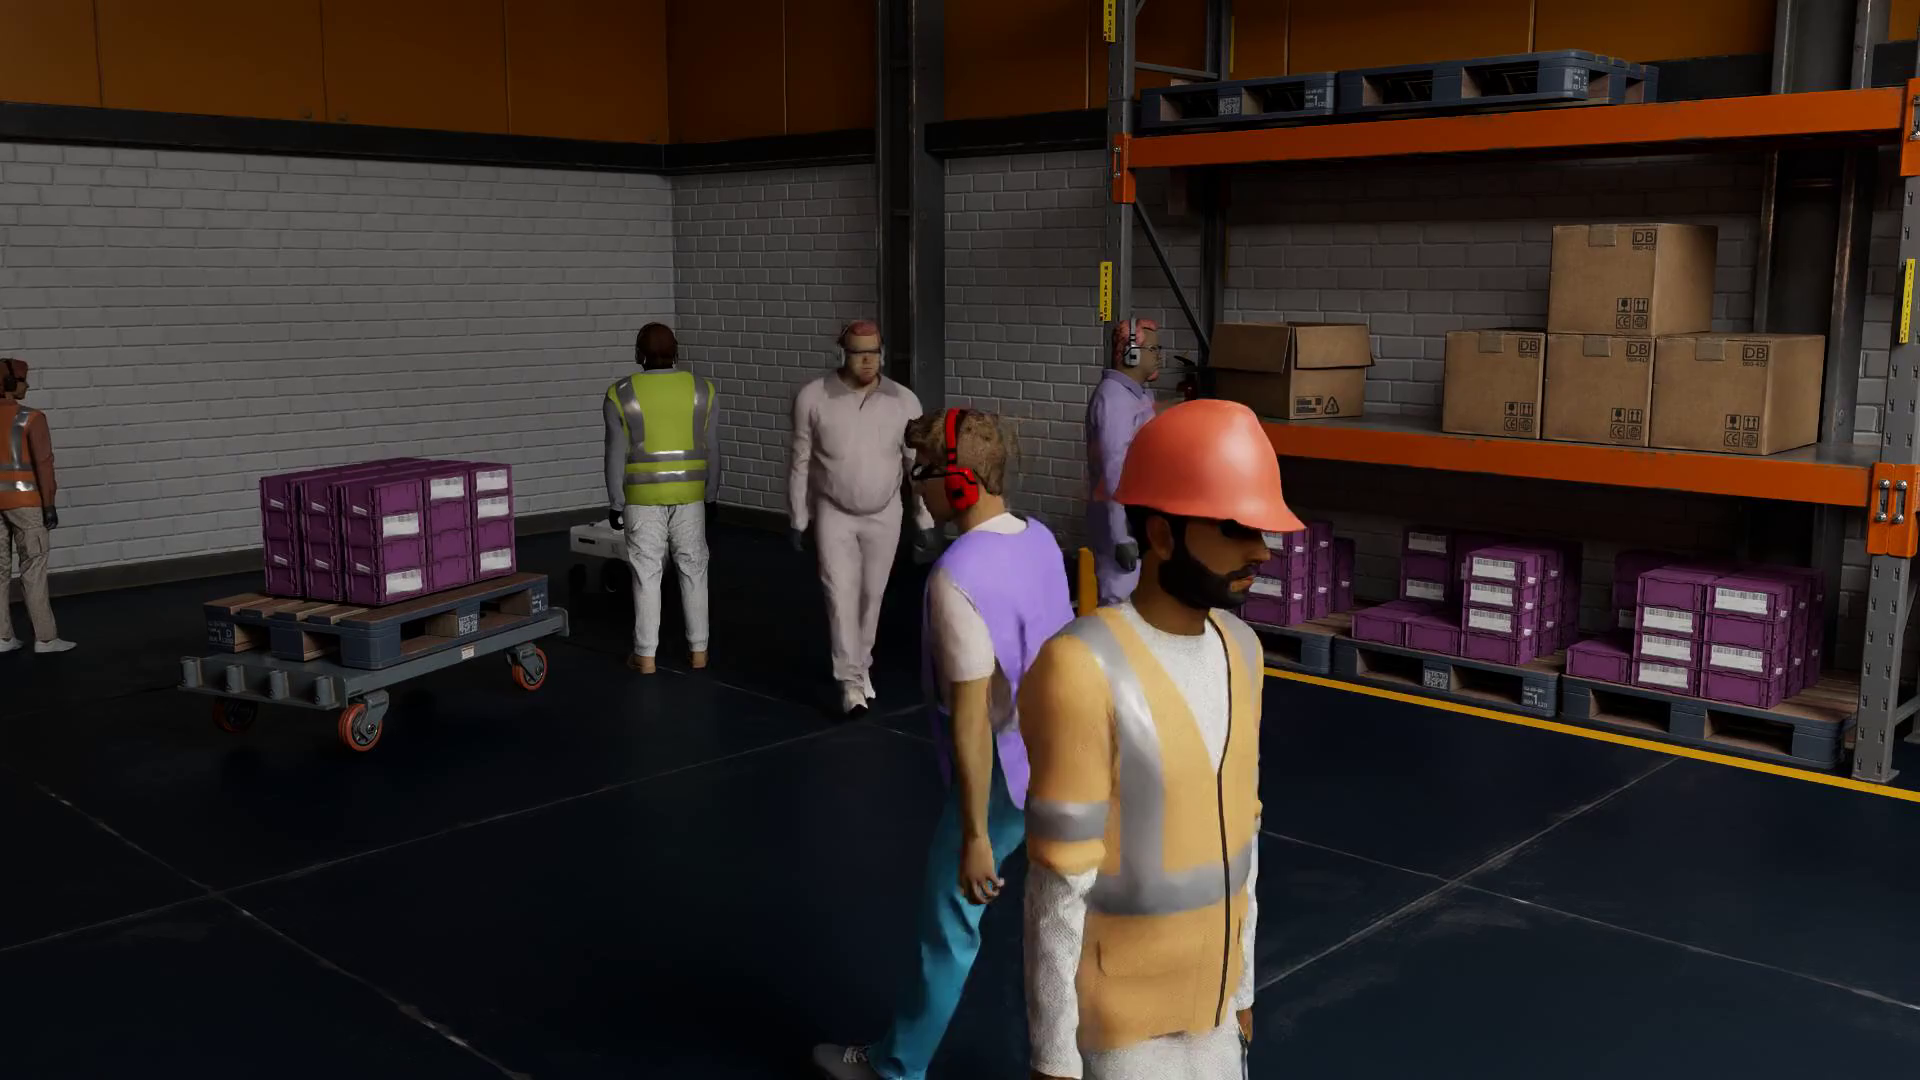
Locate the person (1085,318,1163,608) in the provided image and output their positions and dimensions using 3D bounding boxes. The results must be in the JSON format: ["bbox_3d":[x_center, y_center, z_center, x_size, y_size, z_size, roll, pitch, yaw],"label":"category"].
[{"bbox_3d":[0.781,-0.068,7.676,0.400,1.901,0.646,2,9,10],"label":"person"}]

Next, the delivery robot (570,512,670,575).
[{"bbox_3d":[-2.233,0.029,10.891,0.707,0.478,0.477,8,12,41],"label":"delivery robot"}]

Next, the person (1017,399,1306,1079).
[{"bbox_3d":[0.291,0.726,2.726,0.507,1.924,0.571,9,13,43],"label":"person"}]

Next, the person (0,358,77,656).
[{"bbox_3d":[-5.187,-0.175,9.120,0.515,1.636,0.315,2,9,11],"label":"person"}]

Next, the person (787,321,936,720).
[{"bbox_3d":[-0.438,-0.089,7.878,0.682,1.860,0.947,-3,10,-17],"label":"person"}]

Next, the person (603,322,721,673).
[{"bbox_3d":[-1.567,-0.219,8.760,0.626,1.846,0.429,-4,10,-23],"label":"person"}]

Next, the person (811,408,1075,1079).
[{"bbox_3d":[0.054,0.575,4.020,0.933,1.785,0.714,5,11,28],"label":"person"}]
